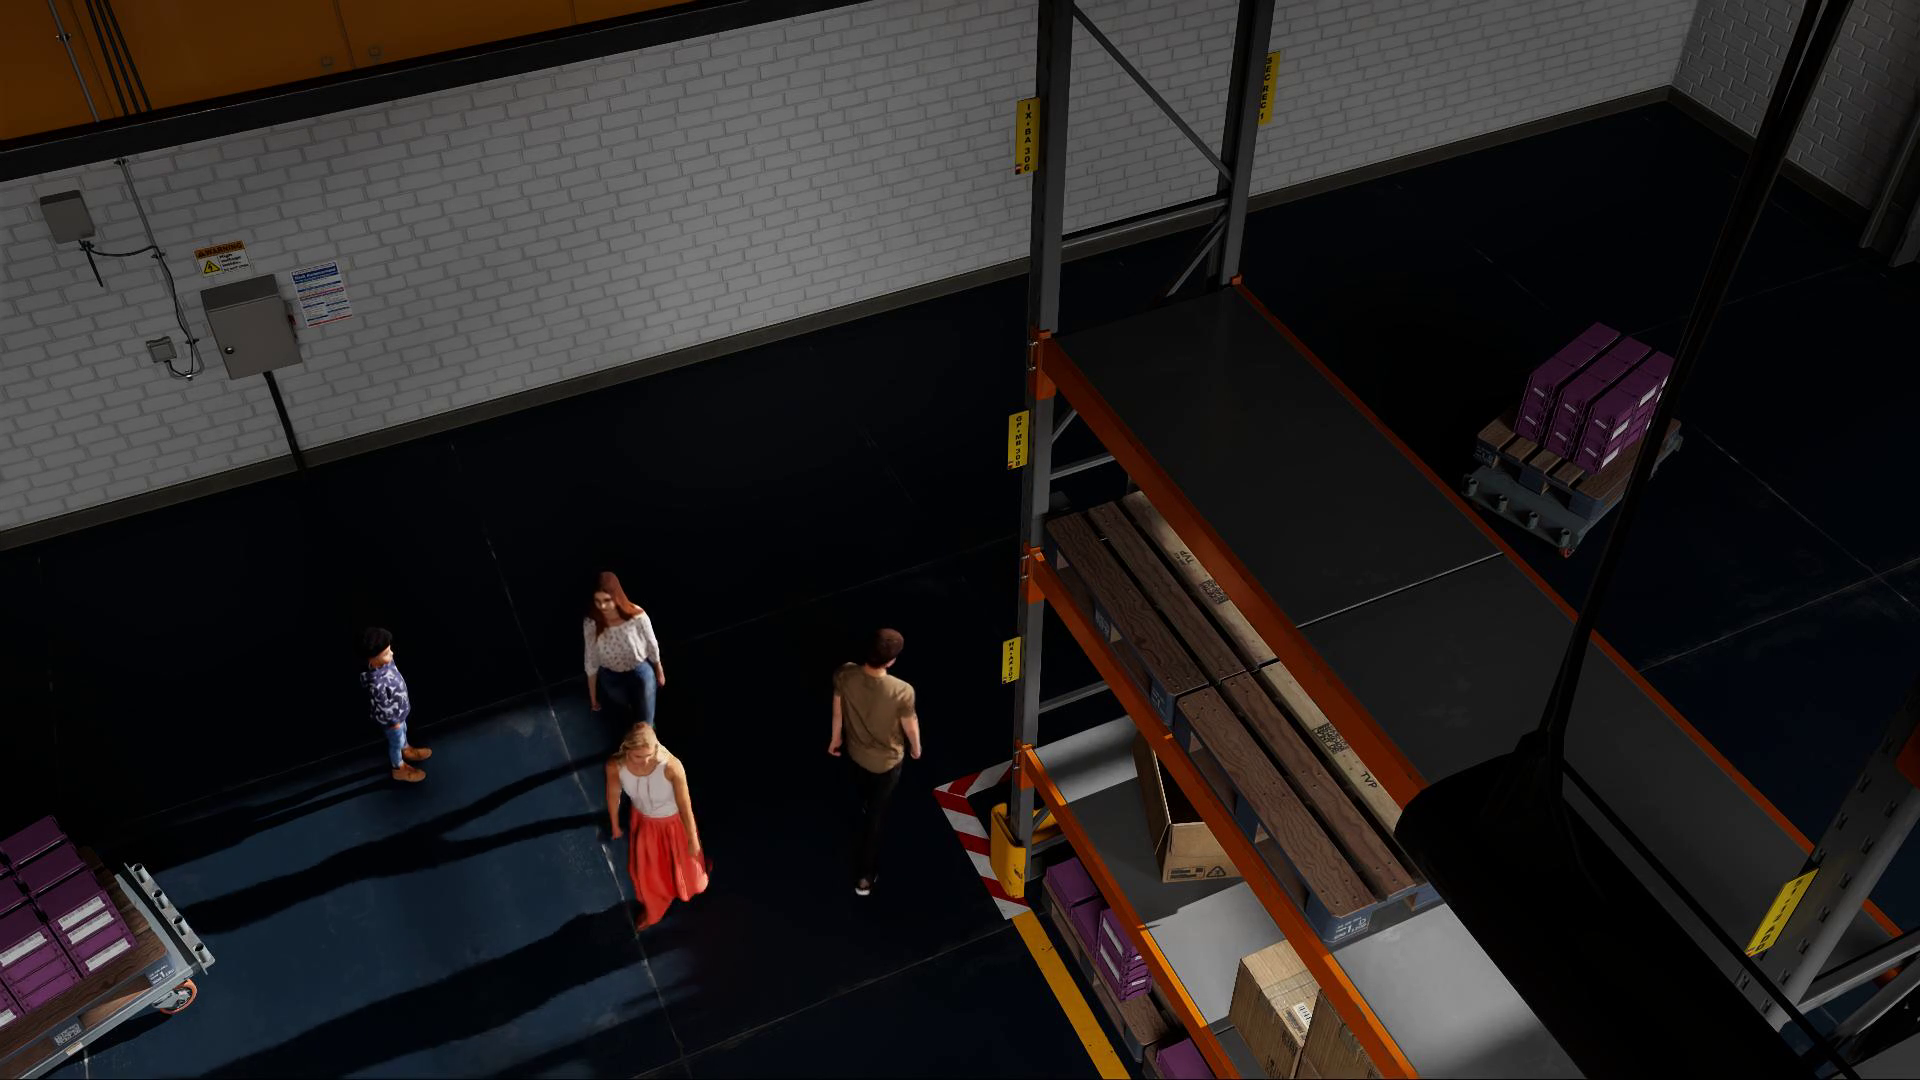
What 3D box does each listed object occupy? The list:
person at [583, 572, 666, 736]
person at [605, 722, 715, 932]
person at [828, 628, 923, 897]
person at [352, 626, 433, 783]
[{"bbox_3d":[-2.018,0.771,10.166,0.882,1.694,1.096,1,44,1],"label":"person"},{"bbox_3d":[-1.629,1.547,9.287,0.896,1.783,0.959,15,46,15],"label":"person"},{"bbox_3d":[-0.514,1.279,9.553,1.190,1.804,1.213,15,46,15],"label":"person"},{"bbox_3d":[-3.517,1.006,10.242,0.619,1.250,0.522,-1,44,-1],"label":"person"}]
